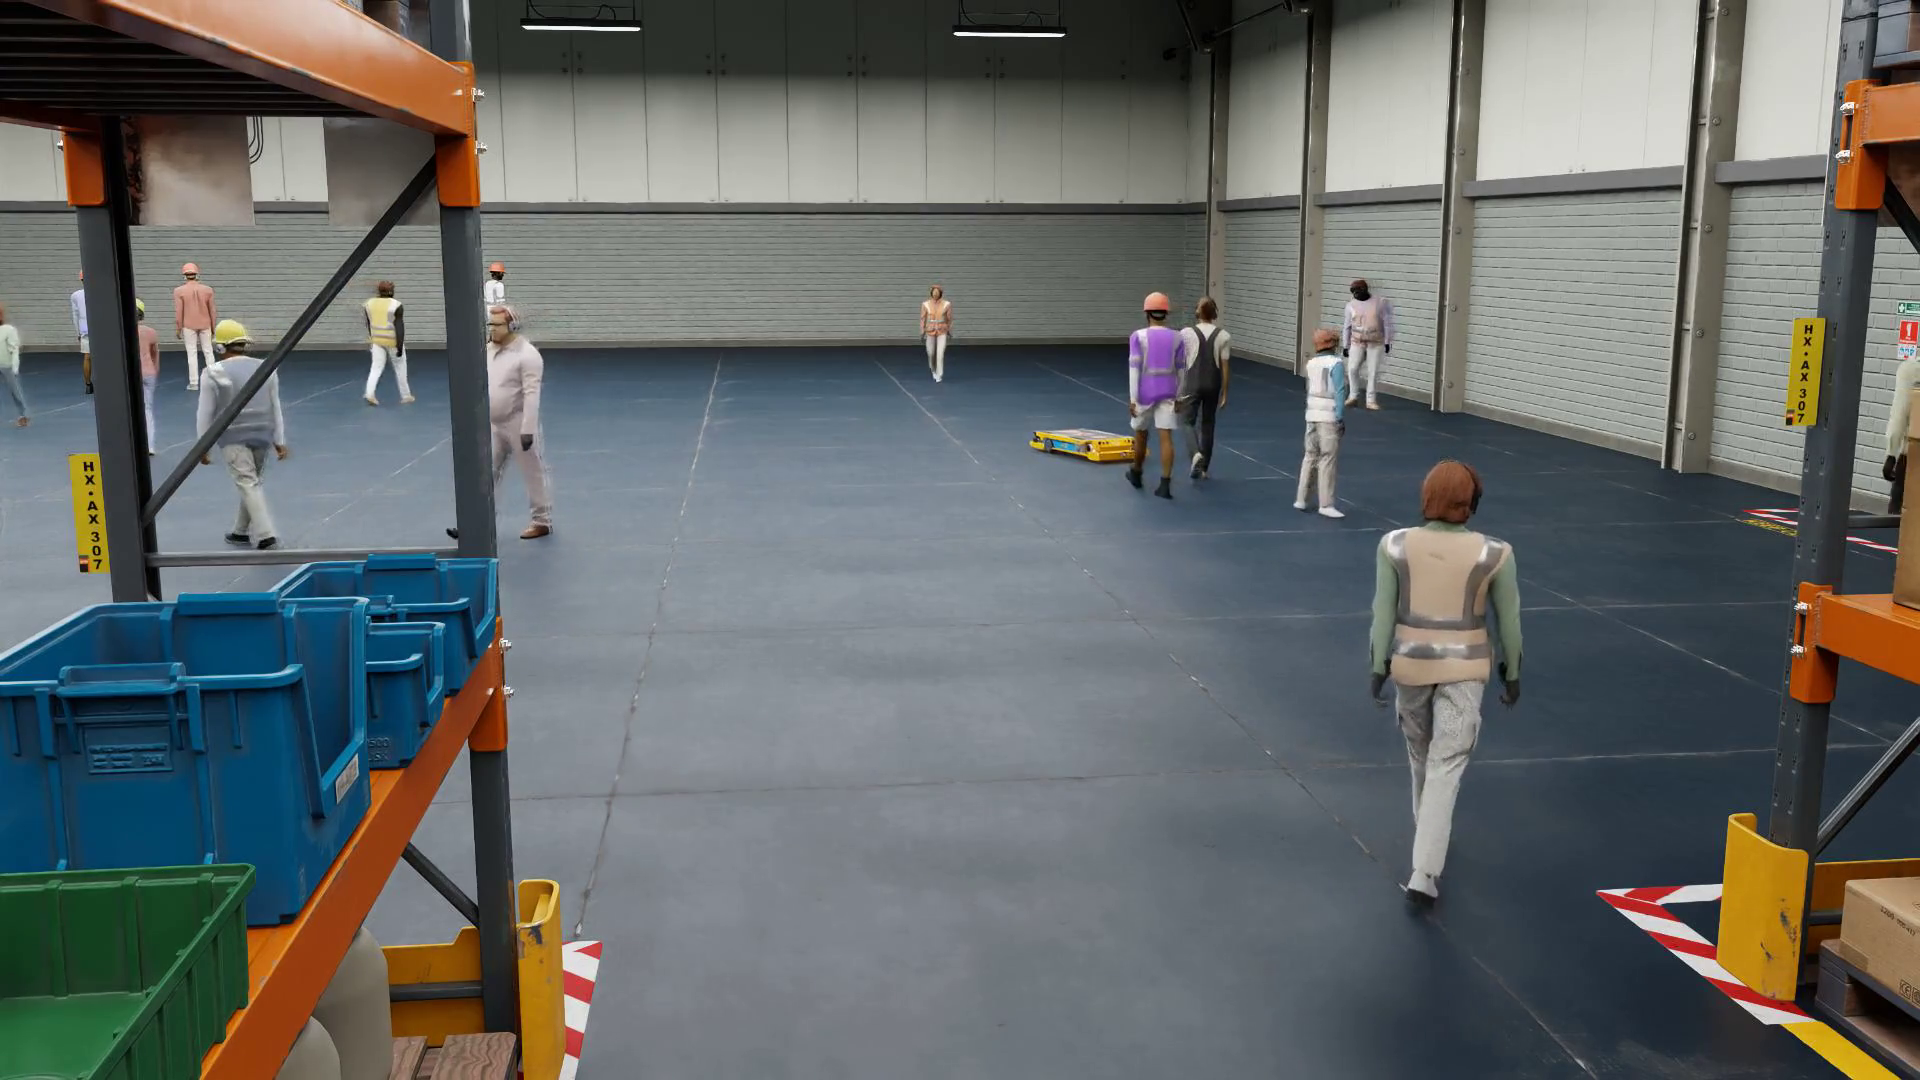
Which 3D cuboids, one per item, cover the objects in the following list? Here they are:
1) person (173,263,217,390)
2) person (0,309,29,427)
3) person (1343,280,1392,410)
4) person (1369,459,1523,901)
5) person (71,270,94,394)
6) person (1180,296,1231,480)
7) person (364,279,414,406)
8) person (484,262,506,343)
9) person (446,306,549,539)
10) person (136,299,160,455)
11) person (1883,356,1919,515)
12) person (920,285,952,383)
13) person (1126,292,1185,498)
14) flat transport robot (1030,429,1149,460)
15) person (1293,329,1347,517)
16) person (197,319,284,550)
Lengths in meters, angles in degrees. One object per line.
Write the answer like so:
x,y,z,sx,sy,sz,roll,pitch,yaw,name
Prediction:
-12.058,-3.362,26.236,0.612,1.991,0.392,-9,14,-40,person
-11.965,-2.161,20.770,0.513,1.584,0.891,-1,10,-4,person
5.691,-2.733,23.321,0.698,1.808,0.440,5,11,24,person
1.792,0.499,6.169,0.534,1.594,0.869,5,12,28,person
-13.284,-3.202,25.498,0.545,1.942,0.354,0,10,2,person
2.384,-1.473,16.314,0.533,1.832,0.633,0,10,-1,person
-8.243,-2.832,23.869,0.623,1.809,0.948,2,11,12,person
-8.501,-4.124,30.570,0.548,1.934,0.376,9,14,40,person
-3.589,-0.888,13.014,0.681,1.856,0.967,6,12,28,person
-9.076,-1.796,18.370,0.497,1.718,0.558,8,13,36,person
6.467,-0.574,10.998,0.630,1.972,0.622,0,10,-1,person
-0.388,-3.451,27.751,0.523,1.615,0.652,0,10,3,person
1.827,-1.373,15.624,0.573,1.877,1.007,-2,11,-10,person
1.415,-1.069,18.385,0.652,0.197,1.431,-6,12,-28,flat transport robot
3.161,-1.012,14.408,0.324,1.614,0.605,-4,11,-21,person
-5.470,-0.784,12.695,0.937,1.789,0.610,8,13,37,person
